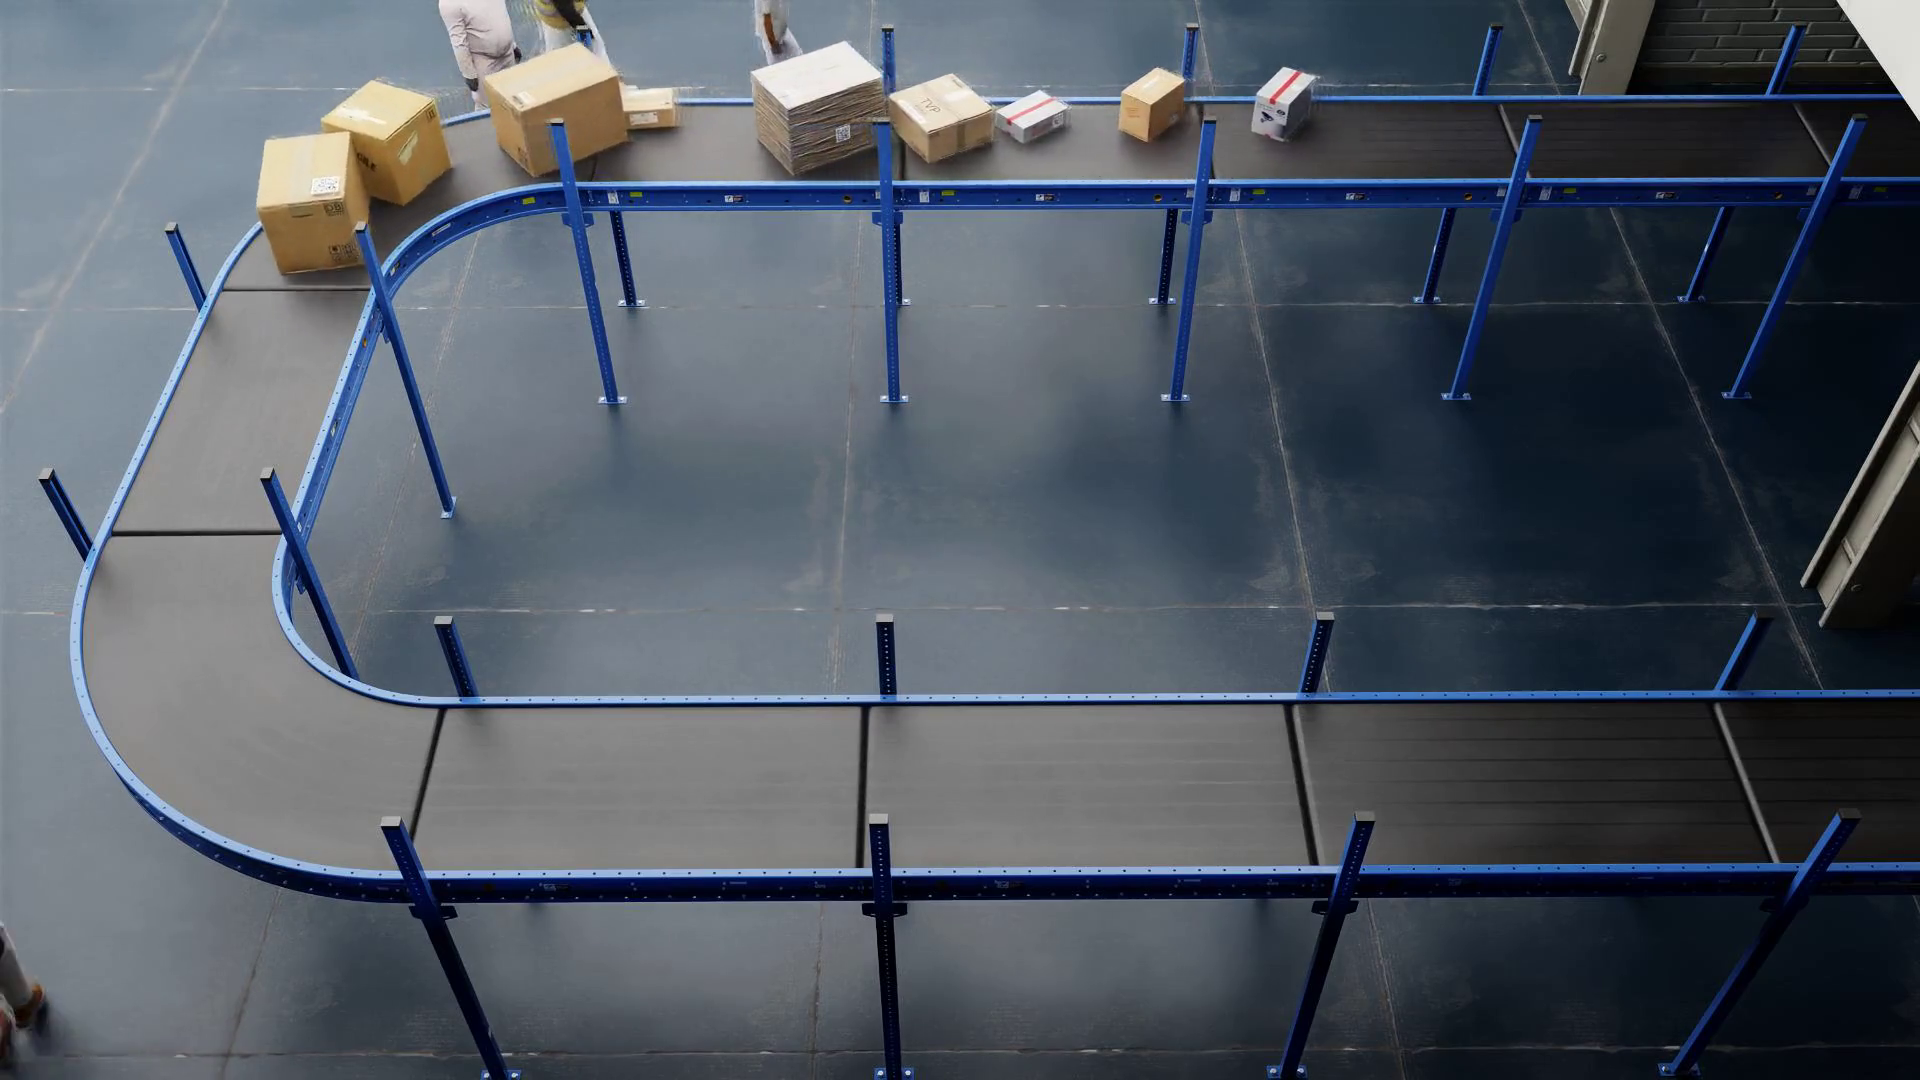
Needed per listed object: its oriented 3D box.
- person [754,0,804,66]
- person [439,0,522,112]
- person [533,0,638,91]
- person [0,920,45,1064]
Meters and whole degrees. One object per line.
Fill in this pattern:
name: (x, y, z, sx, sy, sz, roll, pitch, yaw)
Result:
person: (-1.433, -4.056, 13.793, 0.396, 1.854, 0.561, 8, 48, 8)
person: (-3.693, -3.809, 13.530, 0.410, 1.909, 0.642, 19, 50, 17)
person: (-3.133, -4.312, 14.067, 0.863, 1.804, 0.637, 4, 47, 4)
person: (-4.934, 1.849, 8.241, 0.625, 1.920, 0.564, -17, 49, -15)
